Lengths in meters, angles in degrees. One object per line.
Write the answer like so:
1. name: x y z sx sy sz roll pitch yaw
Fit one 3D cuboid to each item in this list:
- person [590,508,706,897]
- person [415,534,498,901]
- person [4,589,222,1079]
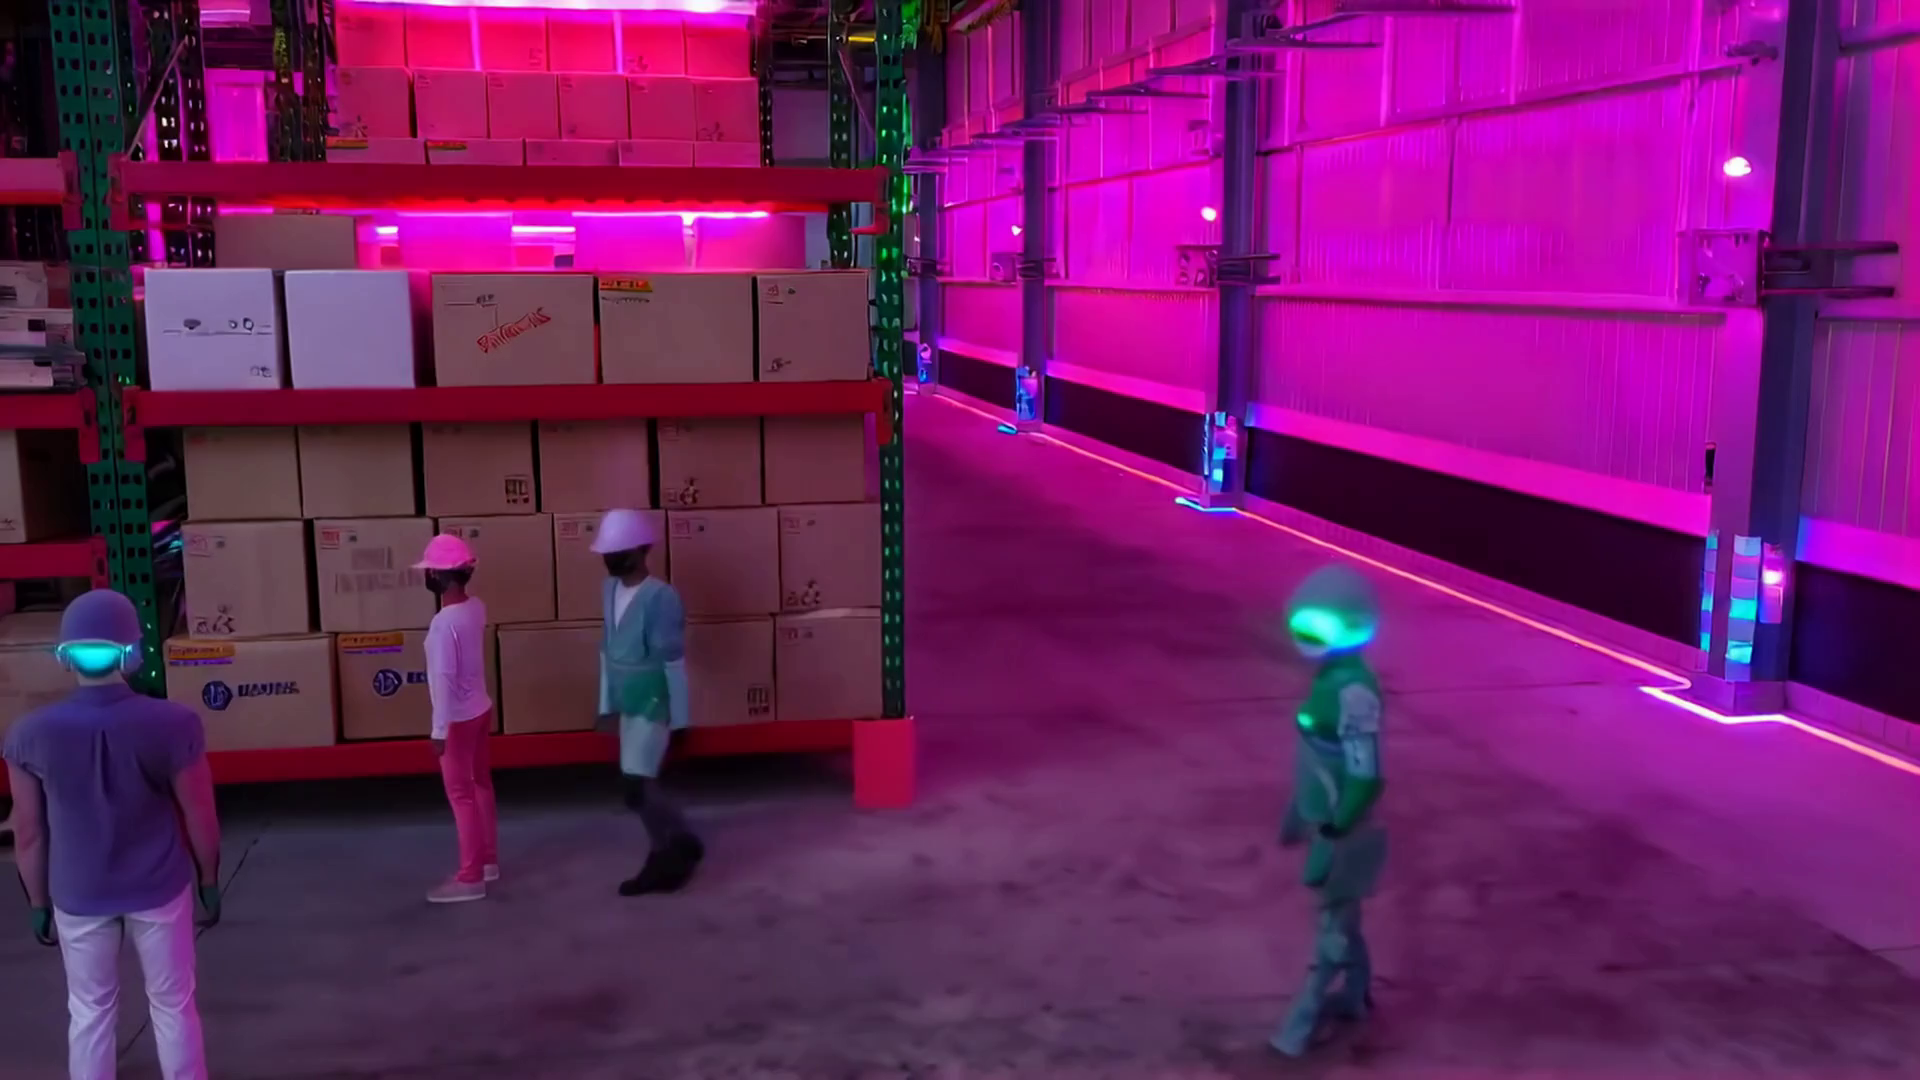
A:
1. person: -1.521 0.791 7.913 0.462 1.921 0.544 -7 11 -35
2. person: -2.423 0.848 8.012 0.301 1.772 0.531 0 9 3
3. person: -2.766 1.147 5.500 0.612 1.995 0.376 -3 10 -18
